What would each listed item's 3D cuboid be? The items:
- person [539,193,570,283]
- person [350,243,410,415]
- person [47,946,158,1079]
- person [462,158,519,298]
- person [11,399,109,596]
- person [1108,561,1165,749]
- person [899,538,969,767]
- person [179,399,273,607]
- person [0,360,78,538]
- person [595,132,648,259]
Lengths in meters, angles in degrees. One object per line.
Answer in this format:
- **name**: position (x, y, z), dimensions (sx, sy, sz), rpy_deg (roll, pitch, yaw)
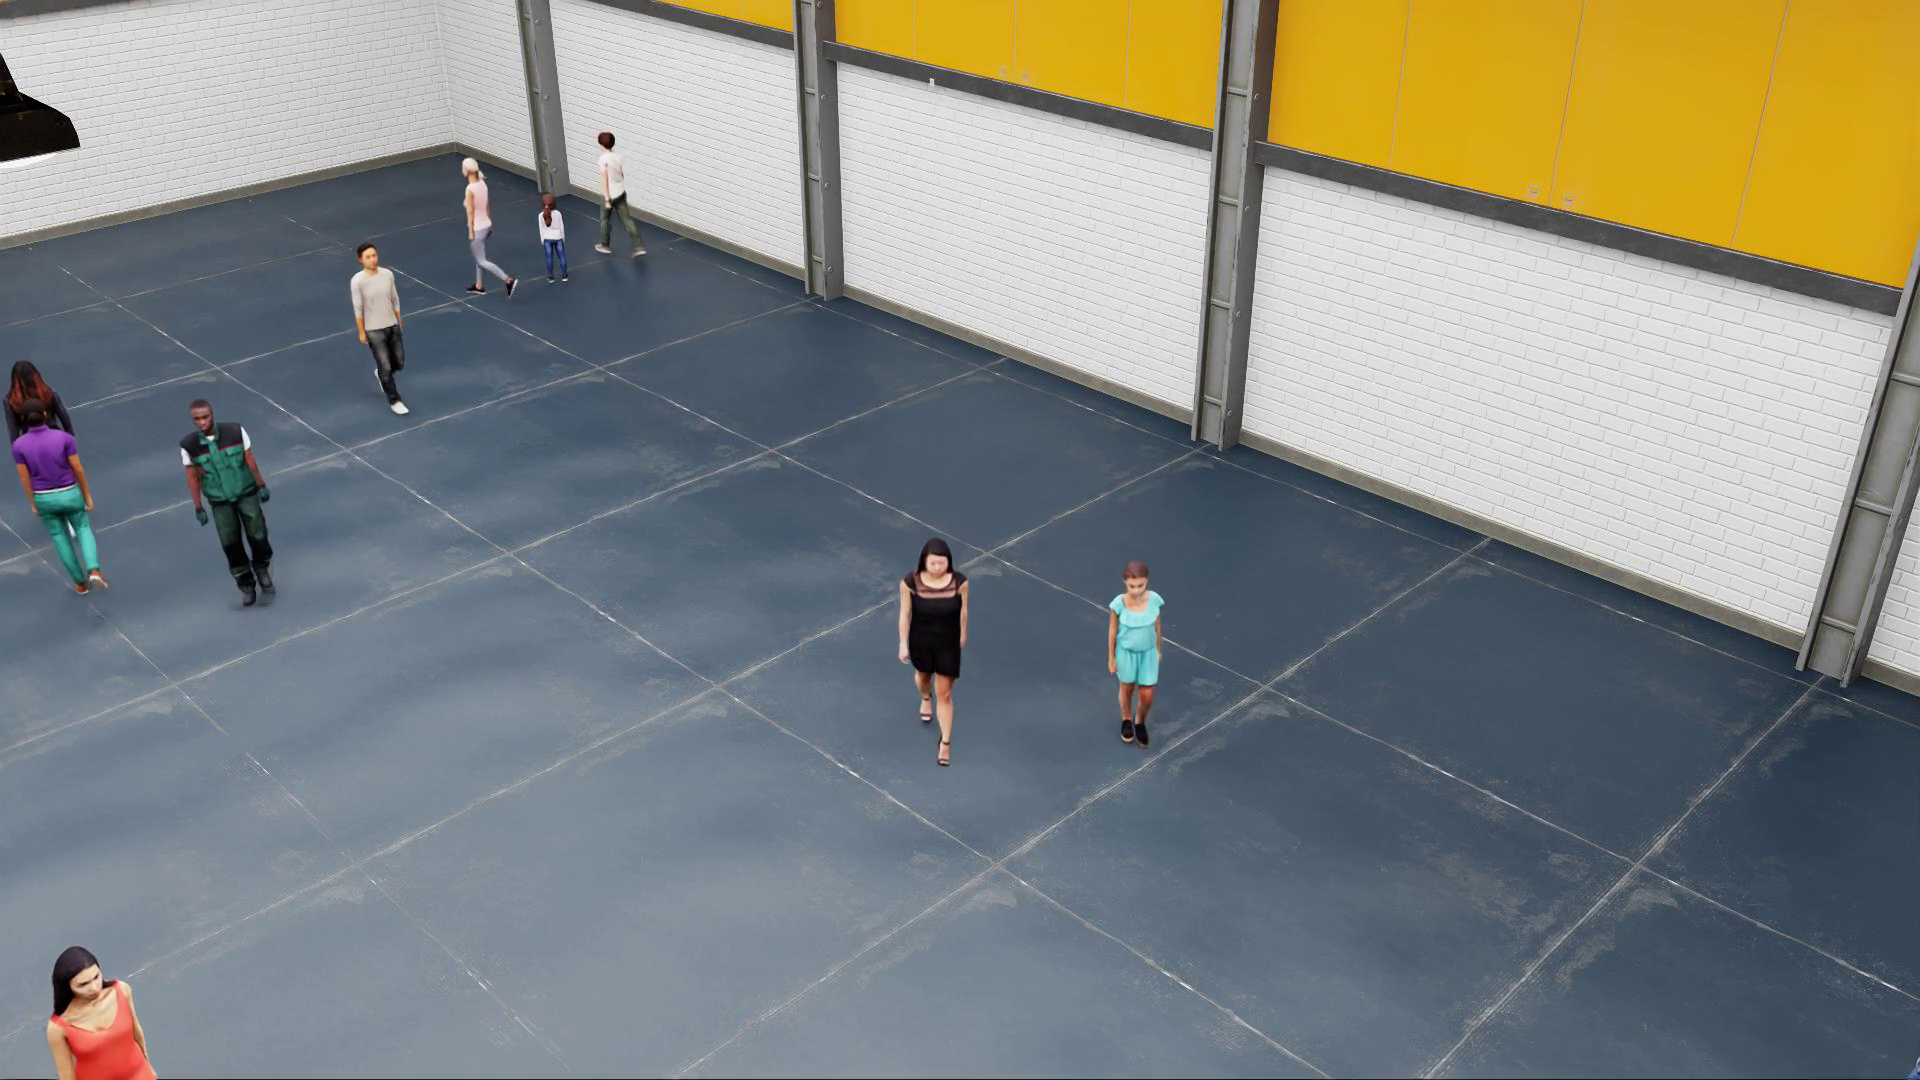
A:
- **person**: position (-5.071, -3.774, 20.699), dimensions (0.527, 1.110, 0.571), rpy_deg (-8, 30, -15)
- **person**: position (-5.988, -2.193, 17.082), dimensions (0.649, 1.798, 0.873), rpy_deg (-25, 37, -38)
- **person**: position (-4.249, 2.686, 8.252), dimensions (1.144, 1.688, 0.703), rpy_deg (21, 35, 33)
- **person**: position (-5.697, -3.714, 19.970), dimensions (1.090, 1.702, 0.863), rpy_deg (8, 30, 15)
- **person**: position (-7.393, -0.295, 13.646), dimensions (0.731, 1.756, 0.875), rpy_deg (-15, 32, -25)
- **person**: position (1.257, 0.769, 11.928), dimensions (0.712, 1.533, 0.772), rpy_deg (0, 29, -1)
- **person**: position (-0.205, 0.718, 11.885), dimensions (1.067, 1.664, 1.133), rpy_deg (0, 29, -1)
- **person**: position (-5.977, -0.355, 13.682), dimensions (0.864, 1.827, 0.884), rpy_deg (-11, 30, -19)
- **person**: position (-8.060, -0.774, 14.696), dimensions (0.859, 1.592, 1.174), rpy_deg (-15, 32, -26)
- **person**: position (-4.353, -4.363, 21.250), dimensions (1.164, 1.615, 0.702), rpy_deg (20, 34, 32)
